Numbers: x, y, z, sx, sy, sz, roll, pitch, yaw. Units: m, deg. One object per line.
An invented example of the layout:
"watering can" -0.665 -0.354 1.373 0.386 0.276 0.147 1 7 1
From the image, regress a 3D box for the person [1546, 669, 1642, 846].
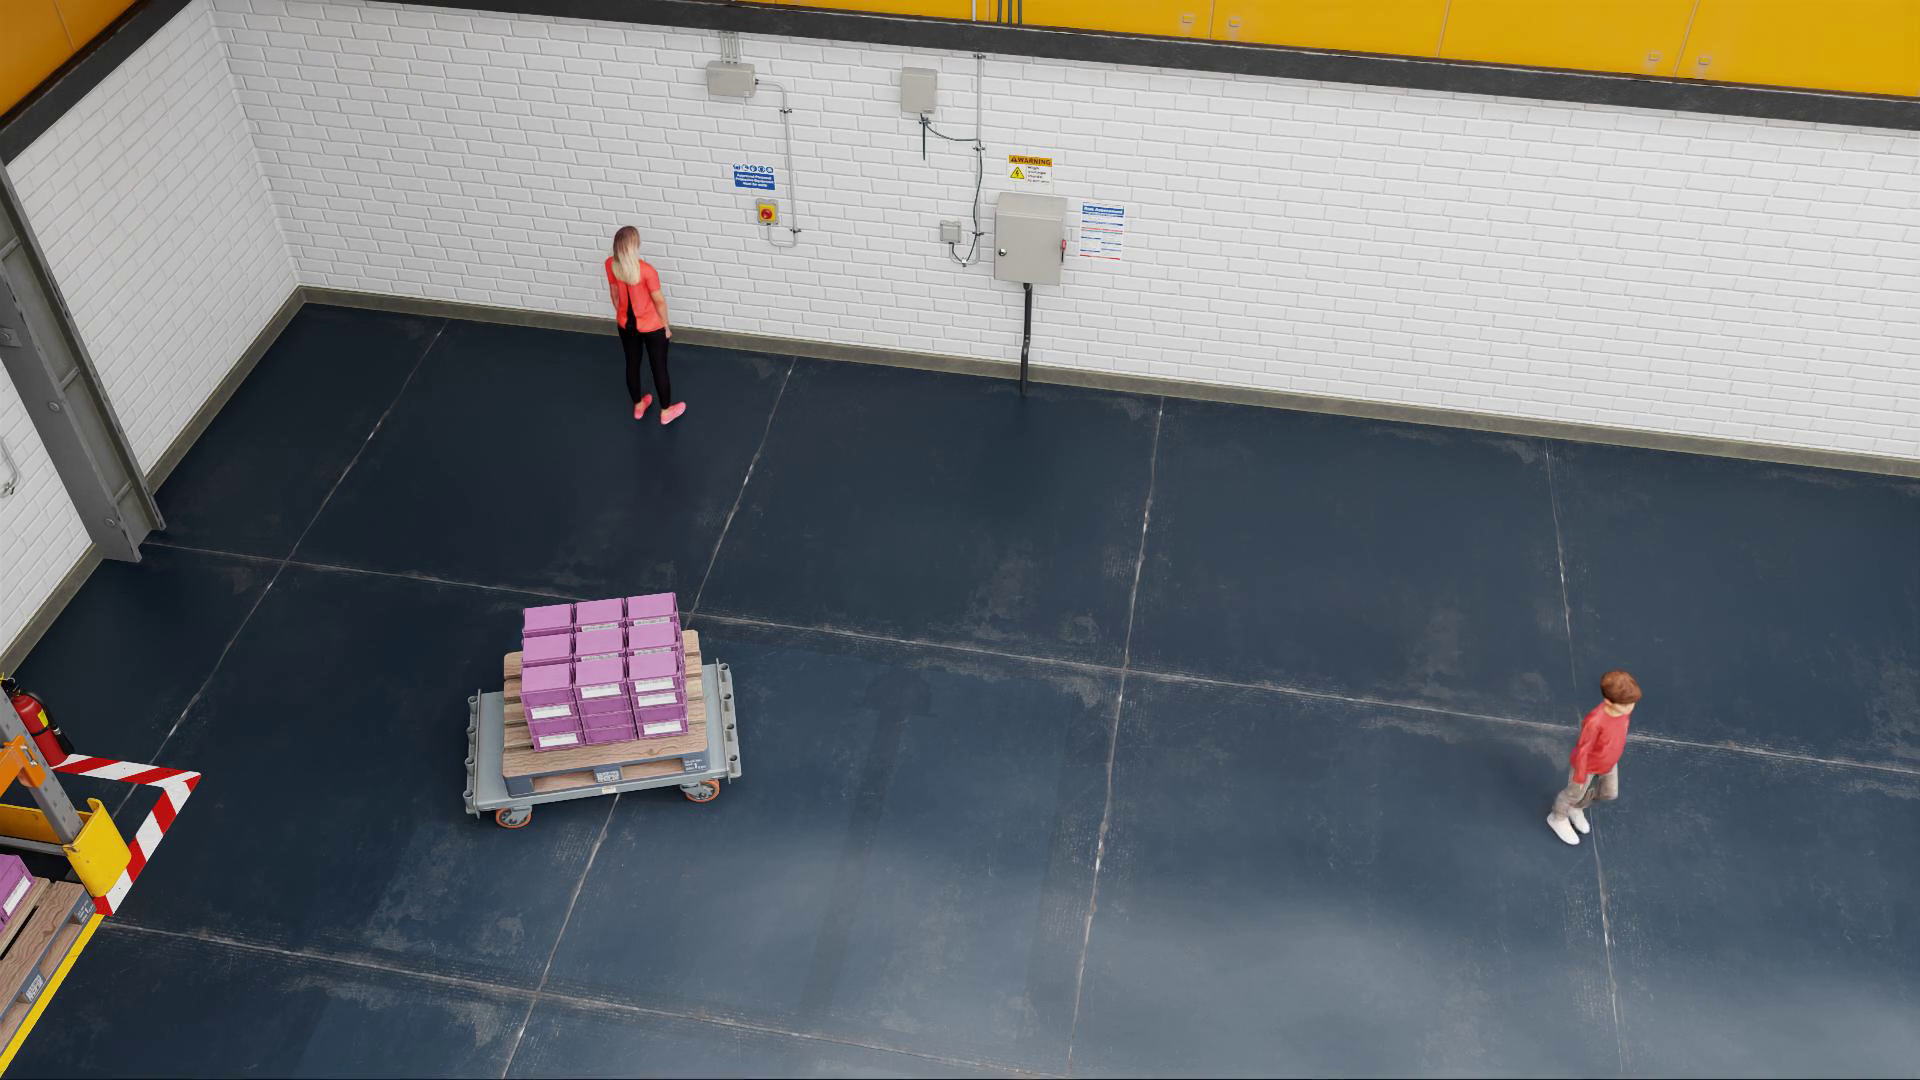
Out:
"person" 3.659 1.227 9.714 0.615 1.405 0.667 -23 48 -22

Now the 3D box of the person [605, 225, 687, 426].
"person" -2.398 -1.617 12.490 0.634 1.693 0.591 15 46 16
